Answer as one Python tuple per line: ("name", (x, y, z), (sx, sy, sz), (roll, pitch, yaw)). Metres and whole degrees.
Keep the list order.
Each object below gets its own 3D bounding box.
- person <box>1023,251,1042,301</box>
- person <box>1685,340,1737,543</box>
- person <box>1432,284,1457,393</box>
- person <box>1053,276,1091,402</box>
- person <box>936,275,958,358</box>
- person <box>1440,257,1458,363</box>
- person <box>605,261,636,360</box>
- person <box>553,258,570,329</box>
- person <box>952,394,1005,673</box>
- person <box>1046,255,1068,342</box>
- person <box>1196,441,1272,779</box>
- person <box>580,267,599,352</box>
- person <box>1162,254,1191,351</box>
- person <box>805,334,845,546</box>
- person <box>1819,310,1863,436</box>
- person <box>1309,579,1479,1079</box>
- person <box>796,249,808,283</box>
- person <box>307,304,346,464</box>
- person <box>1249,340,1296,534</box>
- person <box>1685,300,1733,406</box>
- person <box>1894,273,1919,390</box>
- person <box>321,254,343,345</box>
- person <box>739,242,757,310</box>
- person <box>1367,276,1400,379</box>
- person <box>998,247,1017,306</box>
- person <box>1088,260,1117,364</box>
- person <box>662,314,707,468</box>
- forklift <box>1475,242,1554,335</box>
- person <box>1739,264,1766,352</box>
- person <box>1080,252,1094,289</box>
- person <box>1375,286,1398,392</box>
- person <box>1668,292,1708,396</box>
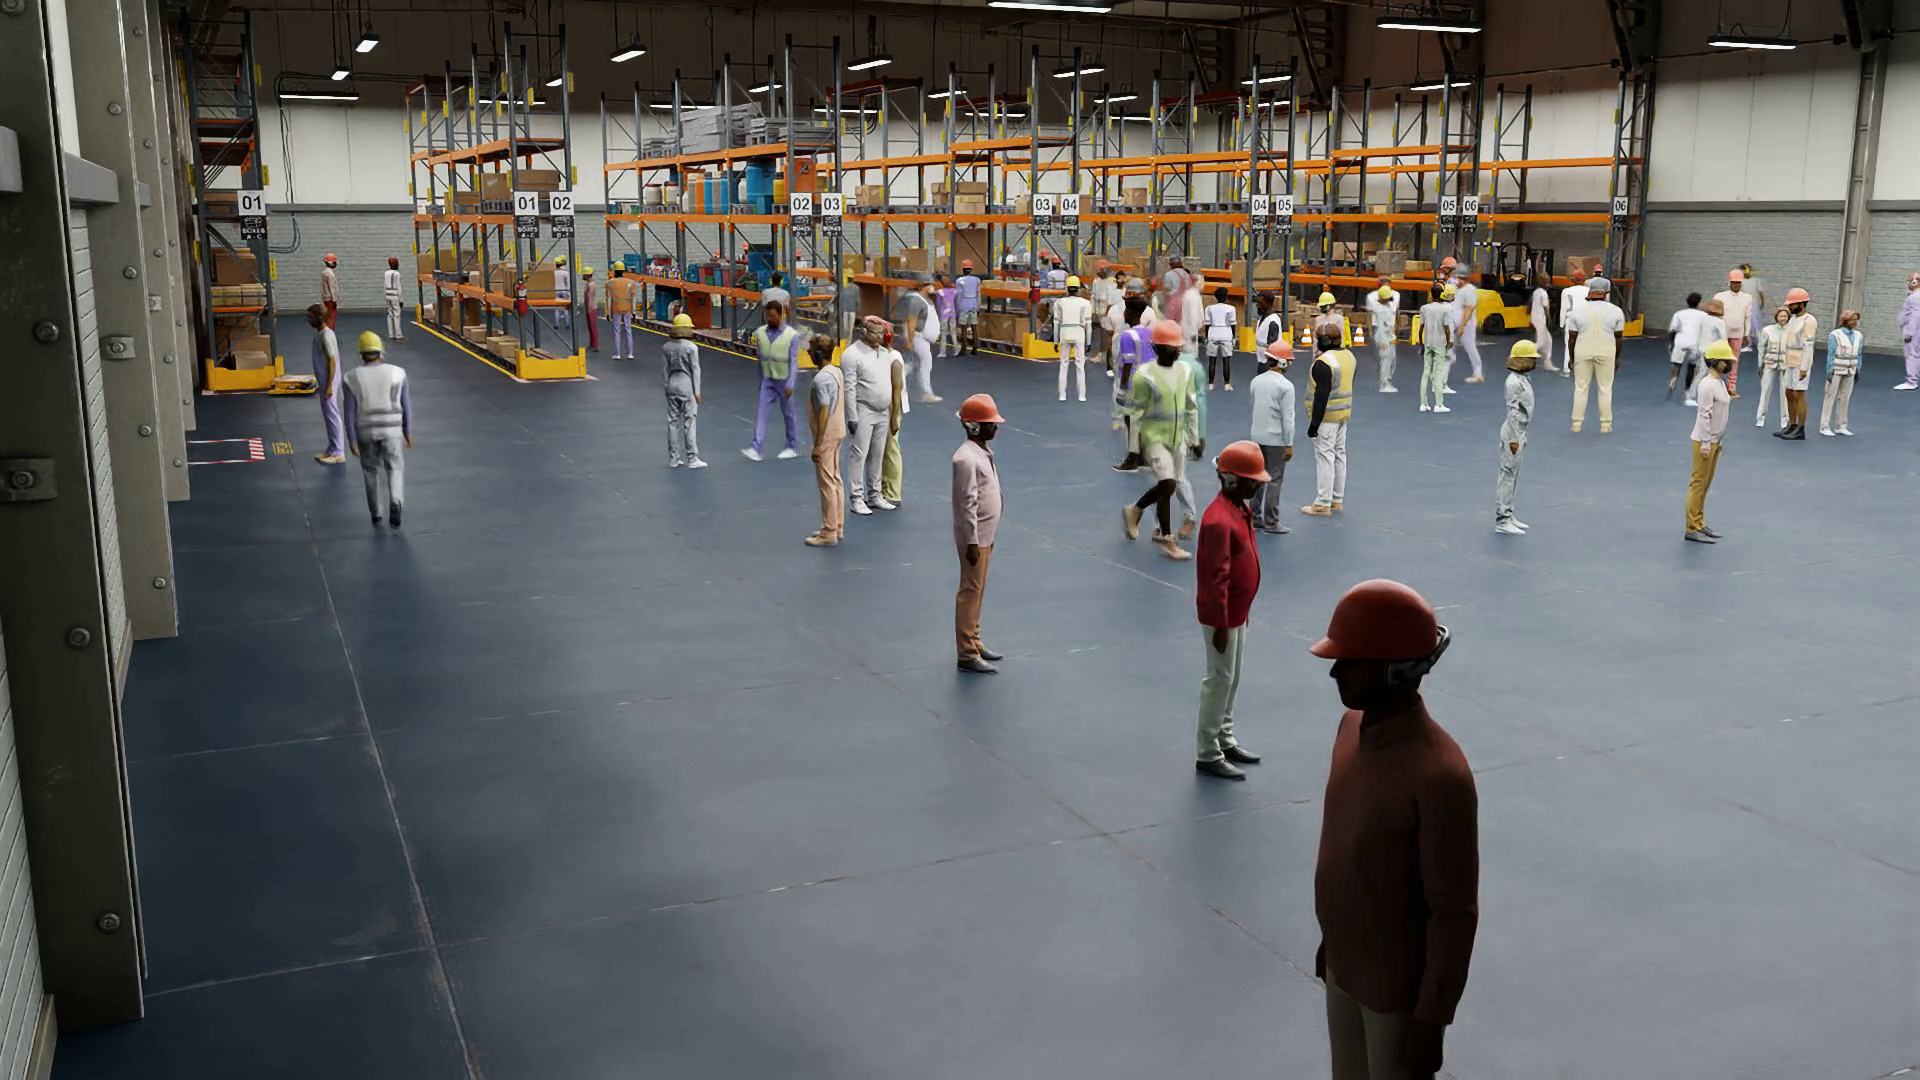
("person", (2.354, -8.732, 54.255), (0.650, 1.904, 0.401), (-2, 11, -9))
("person", (6.603, -0.866, 14.630), (0.306, 1.771, 0.522), (8, 14, 34))
("person", (7.797, -3.226, 26.689), (0.294, 1.743, 0.486), (-2, 11, -8))
("person", (1.717, -3.075, 25.484), (0.589, 1.917, 0.397), (2, 11, 10))
("person", (-0.258, -4.451, 33.182), (0.521, 1.637, 0.310), (-6, 13, -30))
("person", (9.419, -4.425, 32.055), (0.419, 2.034, 0.605), (3, 11, 13))
("person", (-6.685, -4.522, 32.790), (0.594, 1.929, 0.357), (-5, 12, -22))
("person", (-9.991, -6.147, 41.472), (0.523, 1.769, 0.309), (-5, 12, -24))
("person", (0.119, -0.048, 10.508), (0.325, 1.752, 0.559), (2, 11, 9))
("person", (2.152, -5.395, 37.208), (0.547, 1.939, 0.376), (-7, 13, -31))
("person", (1.394, 0.353, 8.511), (0.355, 1.739, 0.574), (4, 12, 20))
("person", (-7.728, -4.806, 34.670), (0.329, 1.765, 0.526), (-4, 12, -19))
("person", (4.461, -4.954, 34.706), (0.687, 2.000, 0.536), (-8, 14, -36))
("person", (-1.172, -0.866, 14.432), (0.338, 1.843, 0.514), (2, 11, 11))
("person", (11.431, -2.158, 21.545), (0.518, 1.632, 0.313), (-3, 12, -15))
("person", (1.047, 1.073, 4.193), (0.396, 1.992, 0.623), (-2, 11, -12))
("person", (-5.073, -8.282, 52.390), (0.575, 1.739, 0.348), (-2, 11, -12))
("person", (-7.313, -1.800, 19.183), (0.329, 1.842, 0.518), (-6, 13, -27))
("person", (2.839, -0.926, 15.005), (0.350, 1.744, 0.557), (-6, 13, -27))
("person", (11.265, -2.793, 24.882), (0.881, 1.582, 0.524), (-2, 11, -9))
("person", (15.557, -3.409, 27.200), (0.401, 1.906, 0.651), (9, 14, 38))
("person", (-13.769, -5.270, 36.466), (0.409, 1.986, 0.618), (-7, 13, -33))
("person", (-6.305, -7.849, 49.469), (0.612, 2.029, 0.410), (3, 11, 13))
("person", (7.292, -3.633, 28.609), (0.587, 1.789, 0.872), (1, 11, 7))
("person", (1.479, -8.256, 52.053), (0.588, 1.831, 1.003), (-3, 11, -14))
("person", (2.801, -4.390, 32.025), (1.037, 1.988, 0.601), (-9, 14, -39))
("person", (-3.141, -1.688, 18.877), (0.487, 1.740, 0.313), (6, 12, 26))
("forklift", (13.047, -6.049, 39.881), (2.313, 2.155, 1.214), (-5, 12, -23))
("person", (16.395, -4.809, 34.511), (0.459, 1.829, 0.590), (-7, 13, -33))
("person", (3.530, -6.990, 45.610), (0.529, 1.837, 0.853), (-2, 11, -10))
("person", (6.894, -3.222, 26.777), (0.377, 1.701, 0.566), (7, 13, 33))
("person", (11.337, -3.038, 25.939), (0.545, 1.656, 0.765), (6, 13, 30))
